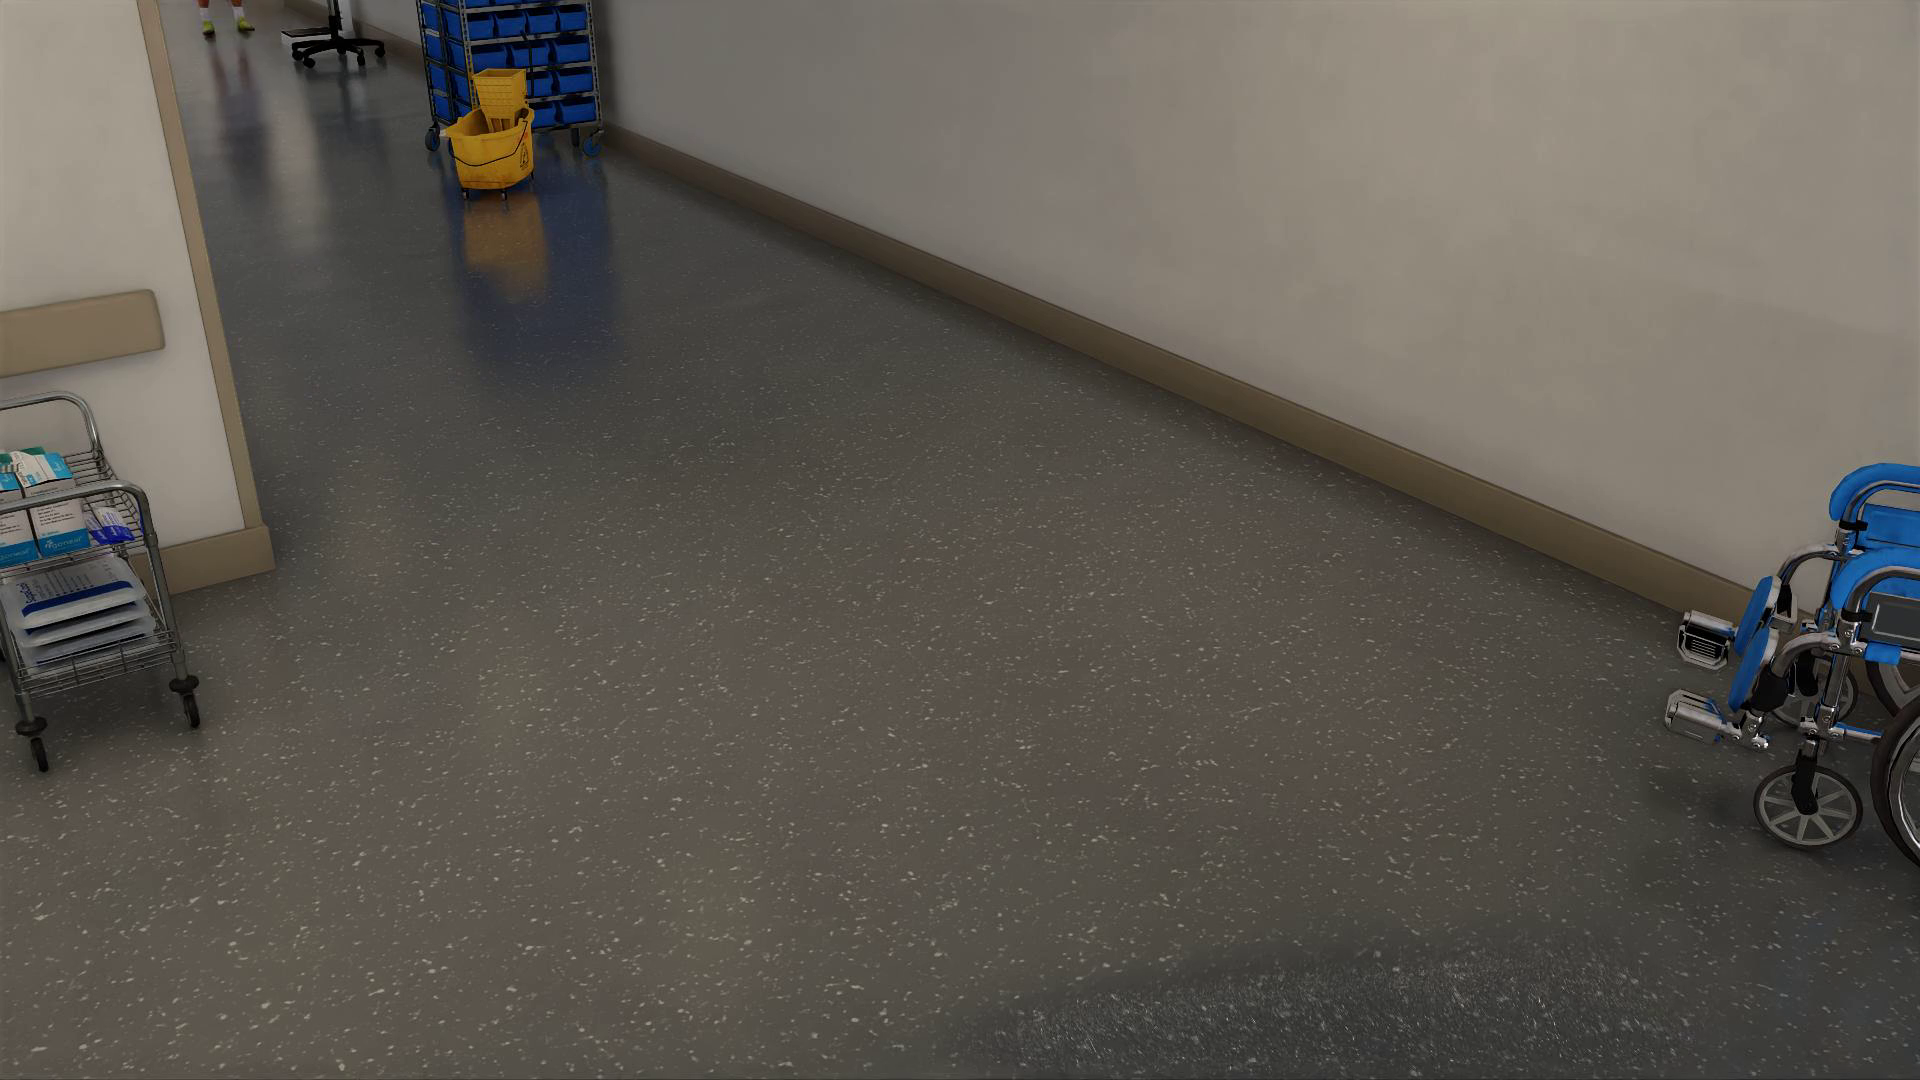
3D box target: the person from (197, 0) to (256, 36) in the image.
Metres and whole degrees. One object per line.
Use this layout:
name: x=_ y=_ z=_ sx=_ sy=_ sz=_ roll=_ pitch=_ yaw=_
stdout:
person: x=-6.874 y=-5.583 z=15.202 sx=0.481 sy=1.833 sz=0.700 roll=-18 pitch=31 yaw=-33
